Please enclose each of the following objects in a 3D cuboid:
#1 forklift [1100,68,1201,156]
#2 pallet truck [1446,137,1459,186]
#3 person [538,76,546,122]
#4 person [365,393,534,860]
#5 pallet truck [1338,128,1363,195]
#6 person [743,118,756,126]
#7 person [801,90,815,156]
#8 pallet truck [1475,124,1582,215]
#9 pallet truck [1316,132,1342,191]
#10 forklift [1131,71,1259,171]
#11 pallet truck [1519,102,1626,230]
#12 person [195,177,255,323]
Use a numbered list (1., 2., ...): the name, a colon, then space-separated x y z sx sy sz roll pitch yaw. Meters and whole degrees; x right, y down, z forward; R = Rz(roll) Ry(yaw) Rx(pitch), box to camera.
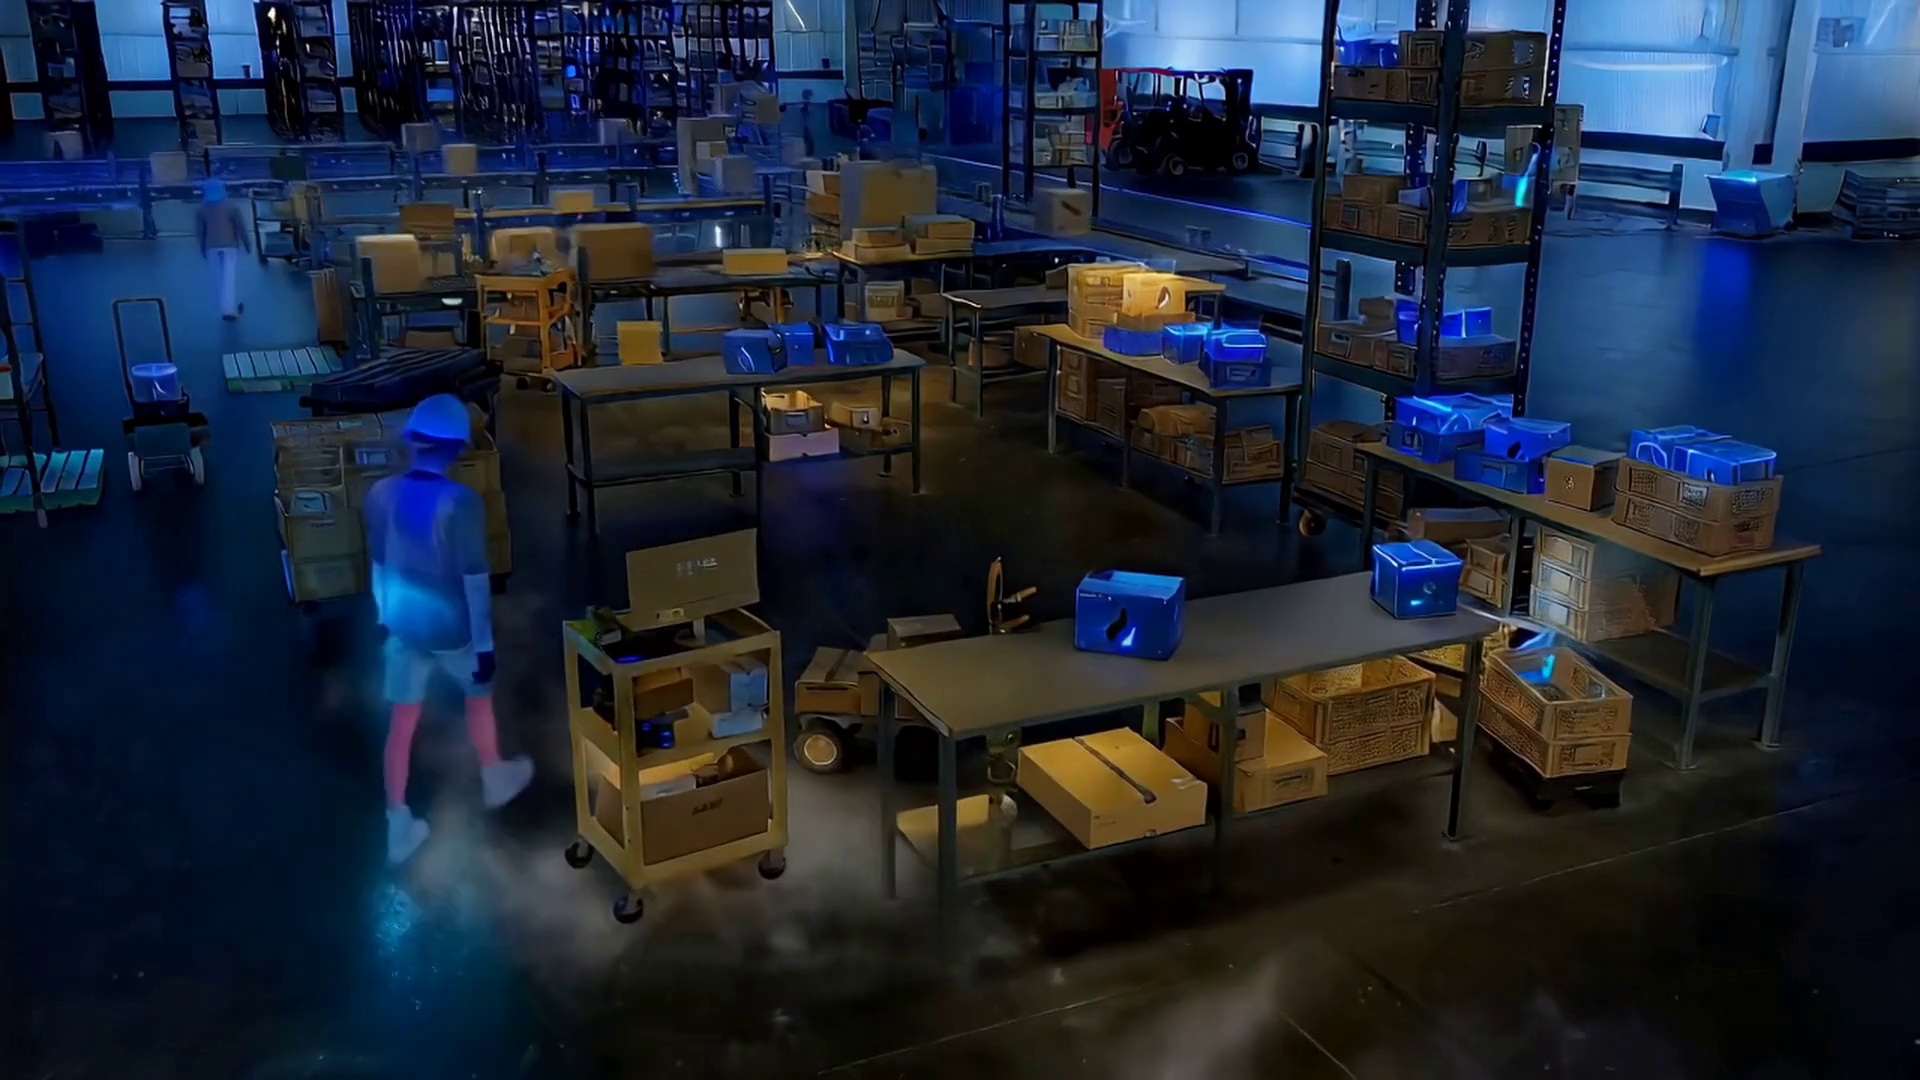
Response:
1. forklift: 4.082 -9.564 37.410 2.680 1.987 1.157 -8 19 -23
2. pallet truck: 9.184 -6.485 29.328 1.630 1.274 0.653 -8 19 -23
3. person: -11.397 -11.801 44.985 0.740 1.974 0.624 -3 18 -9
4. person: -2.156 0.325 6.932 0.659 1.873 0.948 5 18 16
5. pallet truck: 7.845 -7.140 31.411 1.522 1.261 0.704 -9 20 -25
6. person: -4.734 -9.152 36.913 0.896 1.813 0.575 -3 18 -10
7. person: -3.360 -8.901 36.195 0.557 1.753 0.538 -4 18 -13
8. pallet truck: 9.707 -6.455 28.103 1.885 1.965 0.823 -7 19 -20
9. pallet truck: 7.723 -7.504 32.656 1.601 1.201 0.680 -8 19 -23
10. forklift: 4.998 -8.936 35.413 2.680 1.987 1.157 -9 20 -25
11. pallet truck: 9.972 -6.037 26.785 1.885 1.965 0.823 -9 20 -25
12. person: -8.274 -3.288 18.775 0.529 1.584 0.858 -1 18 -2
